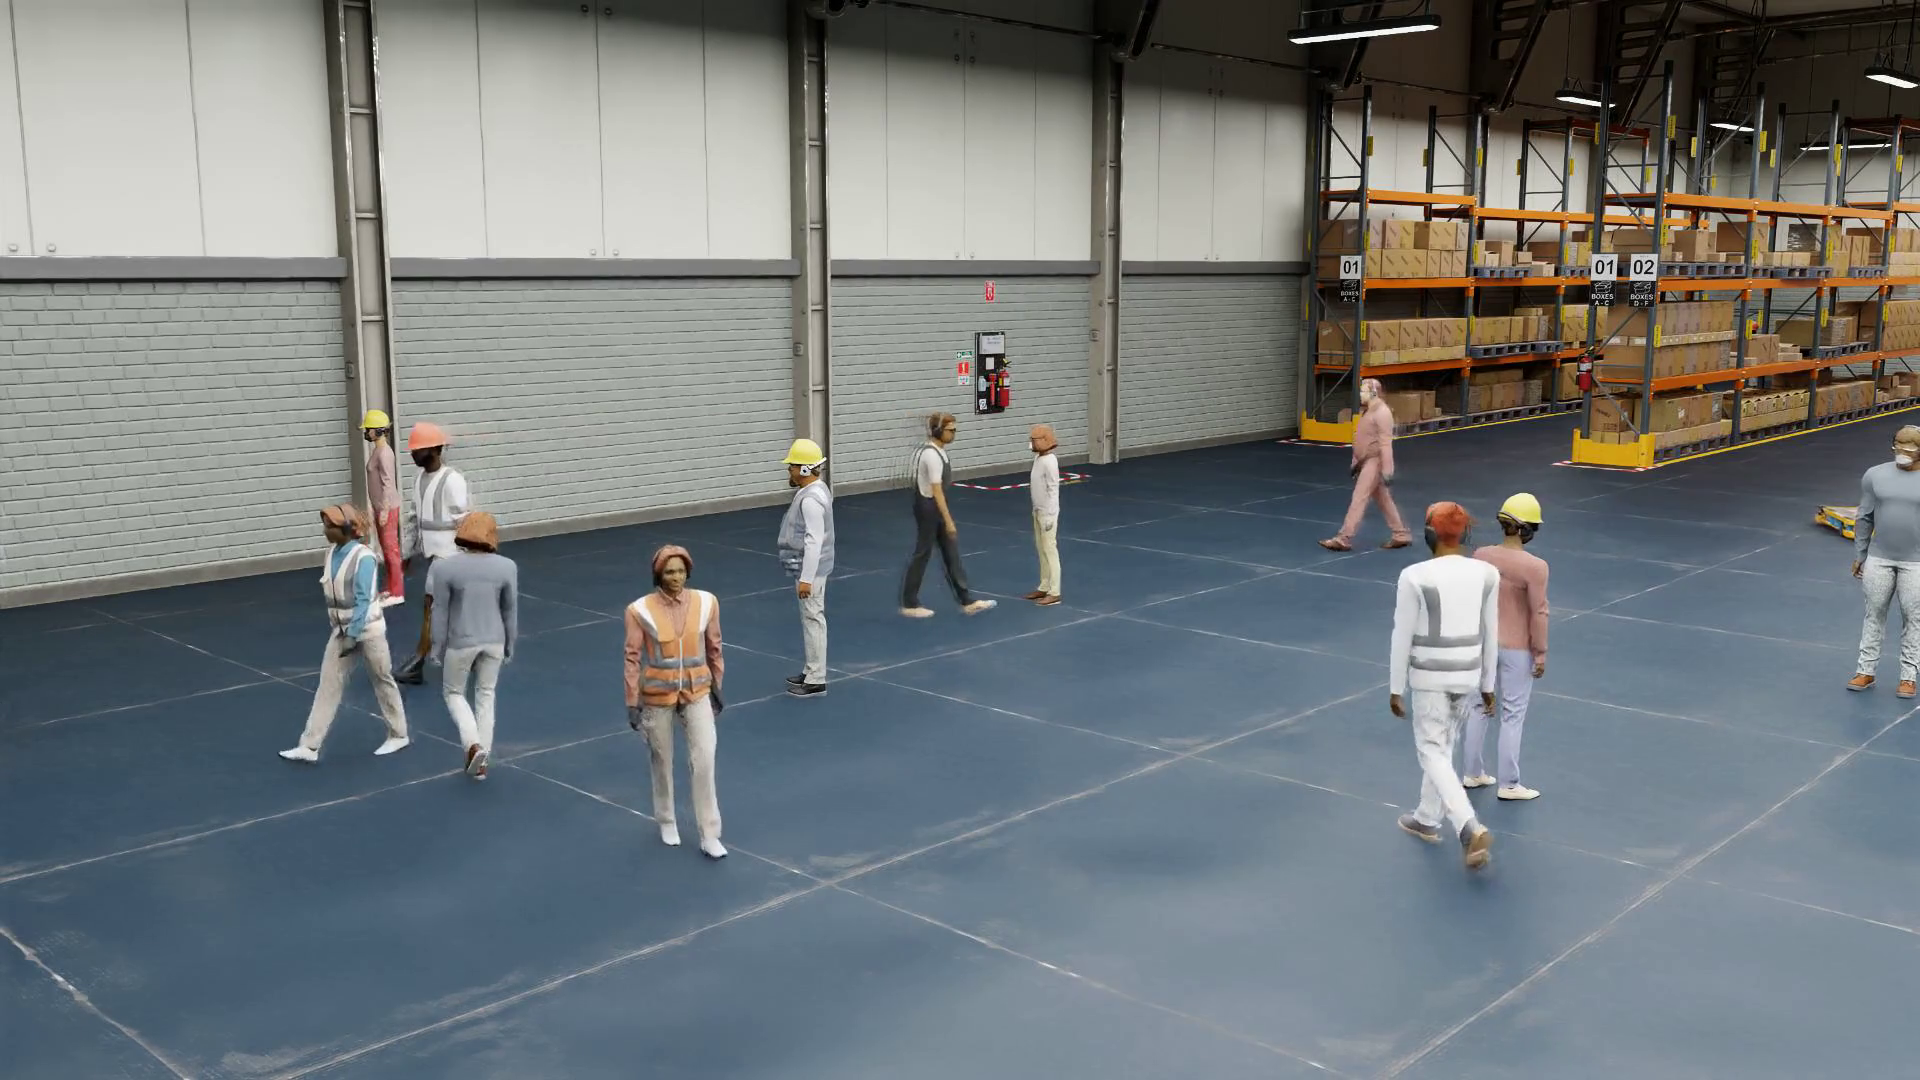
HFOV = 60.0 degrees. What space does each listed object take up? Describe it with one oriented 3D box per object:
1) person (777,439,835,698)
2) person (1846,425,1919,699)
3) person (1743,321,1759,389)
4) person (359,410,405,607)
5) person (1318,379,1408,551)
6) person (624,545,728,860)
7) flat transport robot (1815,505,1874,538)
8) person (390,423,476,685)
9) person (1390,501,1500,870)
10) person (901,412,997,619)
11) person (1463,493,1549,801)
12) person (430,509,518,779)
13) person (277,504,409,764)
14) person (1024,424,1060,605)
[{"bbox_3d":[-1.088,0.196,11.793,0.404,1.833,0.590,-1,9,-5],"label":"person"},{"bbox_3d":[6.657,0.149,11.776,0.627,1.934,0.371,9,13,43],"label":"person"},{"bbox_3d":[16.058,-3.476,33.849,0.542,1.939,0.361,9,13,44],"label":"person"},{"bbox_3d":[-5.188,-0.284,14.923,0.316,1.769,0.525,-4,10,-25],"label":"person"},{"bbox_3d":[4.385,-0.797,17.796,1.017,1.852,0.670,0,9,0],"label":"person"},{"bbox_3d":[-1.432,0.839,8.514,0.546,1.607,0.763,-4,10,-22],"label":"person"},{"bbox_3d":[10.322,-0.205,18.982,0.652,0.197,1.431,2,10,12],"label":"flat transport robot"},{"bbox_3d":[-3.917,0.102,12.145,0.576,1.896,0.915,9,13,43],"label":"person"},{"bbox_3d":[2.508,0.730,8.500,0.580,1.857,0.857,-3,10,-17],"label":"person"},{"bbox_3d":[-0.105,-0.195,14.241,0.903,1.801,0.536,2,9,11],"label":"person"},{"bbox_3d":[3.145,0.607,9.521,0.333,1.761,0.525,-6,11,-33],"label":"person"},{"bbox_3d":[-2.847,0.629,9.798,0.529,1.612,0.411,-6,11,-32],"label":"person"},{"bbox_3d":[-3.753,0.586,10.141,0.515,1.594,0.835,7,11,35],"label":"person"},{"bbox_3d":[0.754,-0.229,14.990,0.266,1.631,0.507,-2,10,-14],"label":"person"}]
